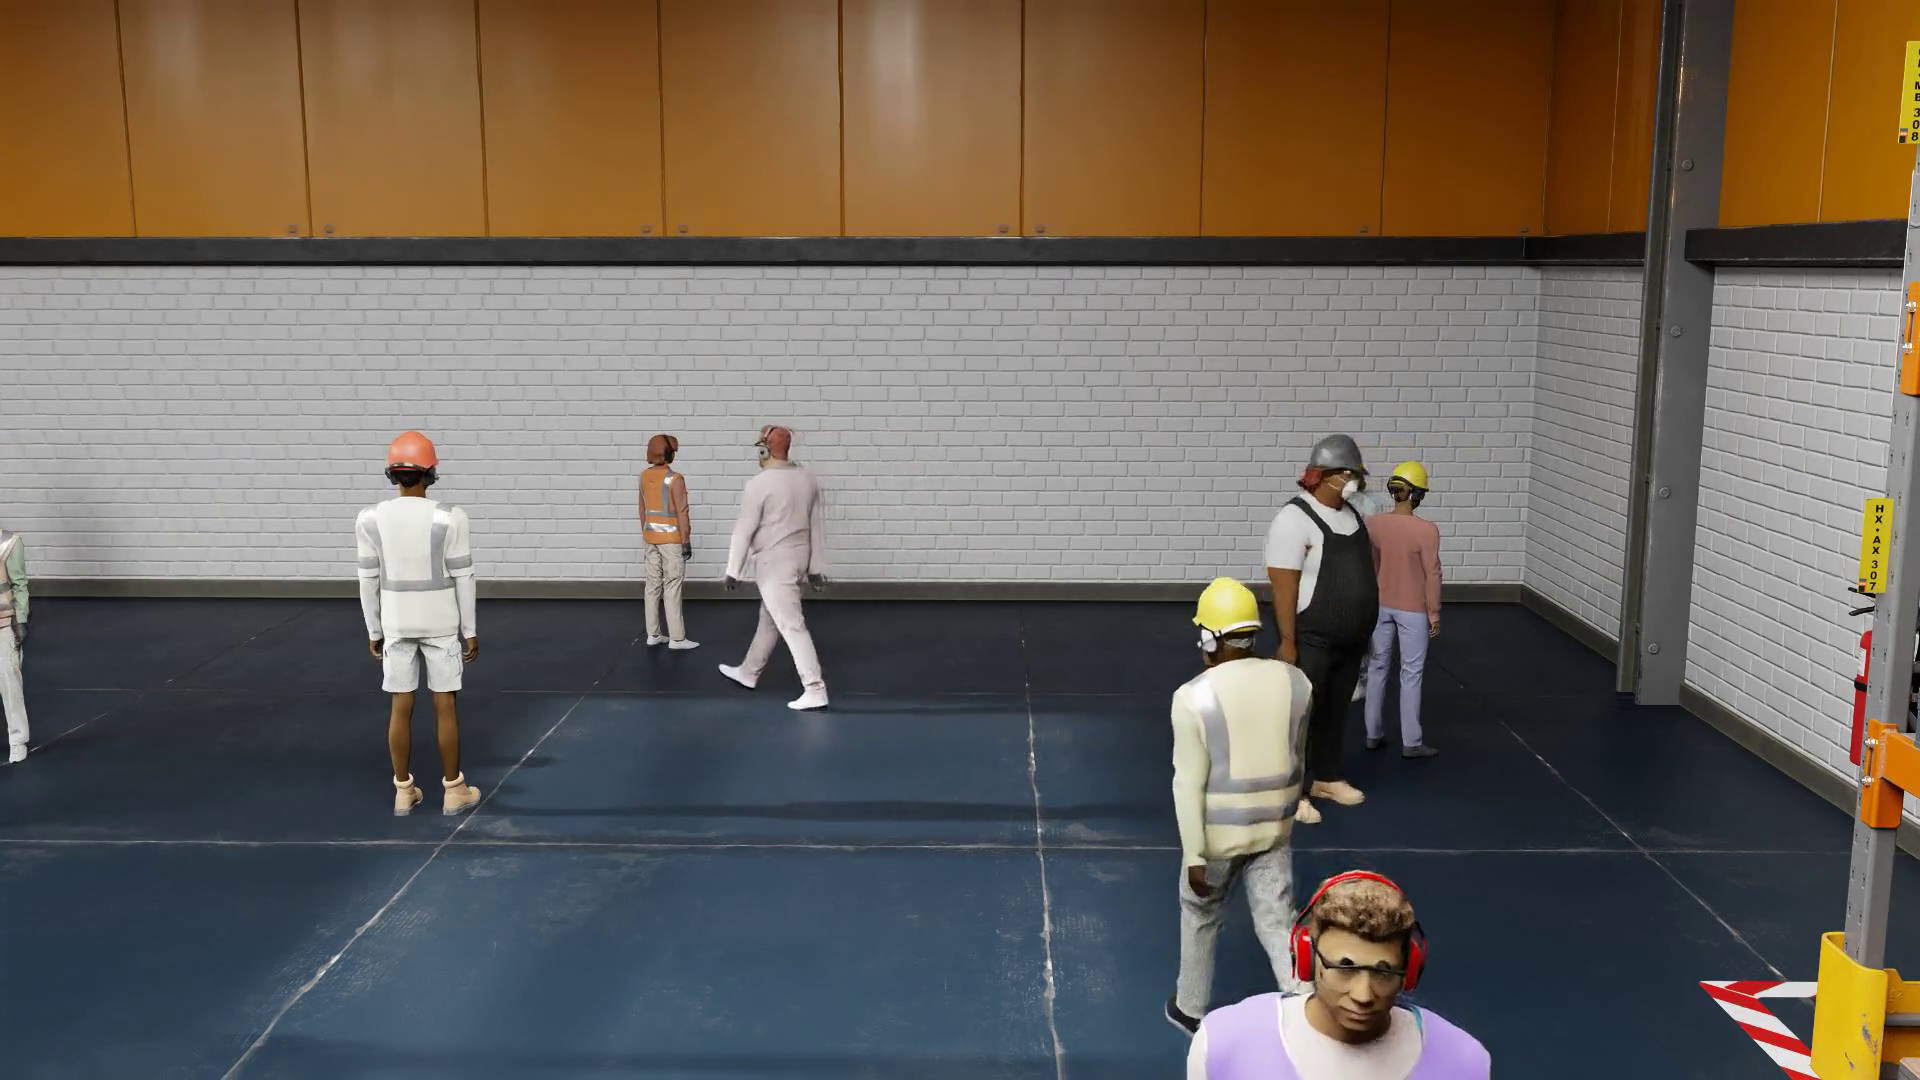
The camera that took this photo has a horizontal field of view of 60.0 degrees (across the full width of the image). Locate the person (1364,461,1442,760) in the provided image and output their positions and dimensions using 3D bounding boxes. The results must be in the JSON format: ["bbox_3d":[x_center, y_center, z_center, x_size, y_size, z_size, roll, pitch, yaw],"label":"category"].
[{"bbox_3d":[2.621,0.412,9.848,0.325,1.762,0.524,-8,13,-41],"label":"person"}]

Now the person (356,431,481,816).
[{"bbox_3d":[-2.841,0.446,8.782,0.608,2.048,0.369,0,9,1],"label":"person"}]

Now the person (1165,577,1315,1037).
[{"bbox_3d":[1.037,1.040,5.976,0.577,1.800,0.879,-3,10,-18],"label":"person"}]

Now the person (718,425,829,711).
[{"bbox_3d":[-1.238,0.176,10.981,1.031,1.856,0.644,5,11,28],"label":"person"}]

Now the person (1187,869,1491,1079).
[{"bbox_3d":[0.692,1.484,3.206,0.598,1.830,0.563,0,9,2],"label":"person"}]

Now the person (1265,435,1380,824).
[{"bbox_3d":[1.936,0.453,8.758,0.714,2.000,0.534,-9,13,-42],"label":"person"}]

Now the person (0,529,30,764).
[{"bbox_3d":[-5.695,0.497,9.691,0.514,1.642,0.307,-2,10,-12],"label":"person"}]

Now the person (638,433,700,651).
[{"bbox_3d":[-2.225,0.018,12.563,0.513,1.641,0.307,8,12,38],"label":"person"}]

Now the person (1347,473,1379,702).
[{"bbox_3d":[2.473,0.250,10.921,0.507,1.714,0.785,9,13,44],"label":"person"}]
